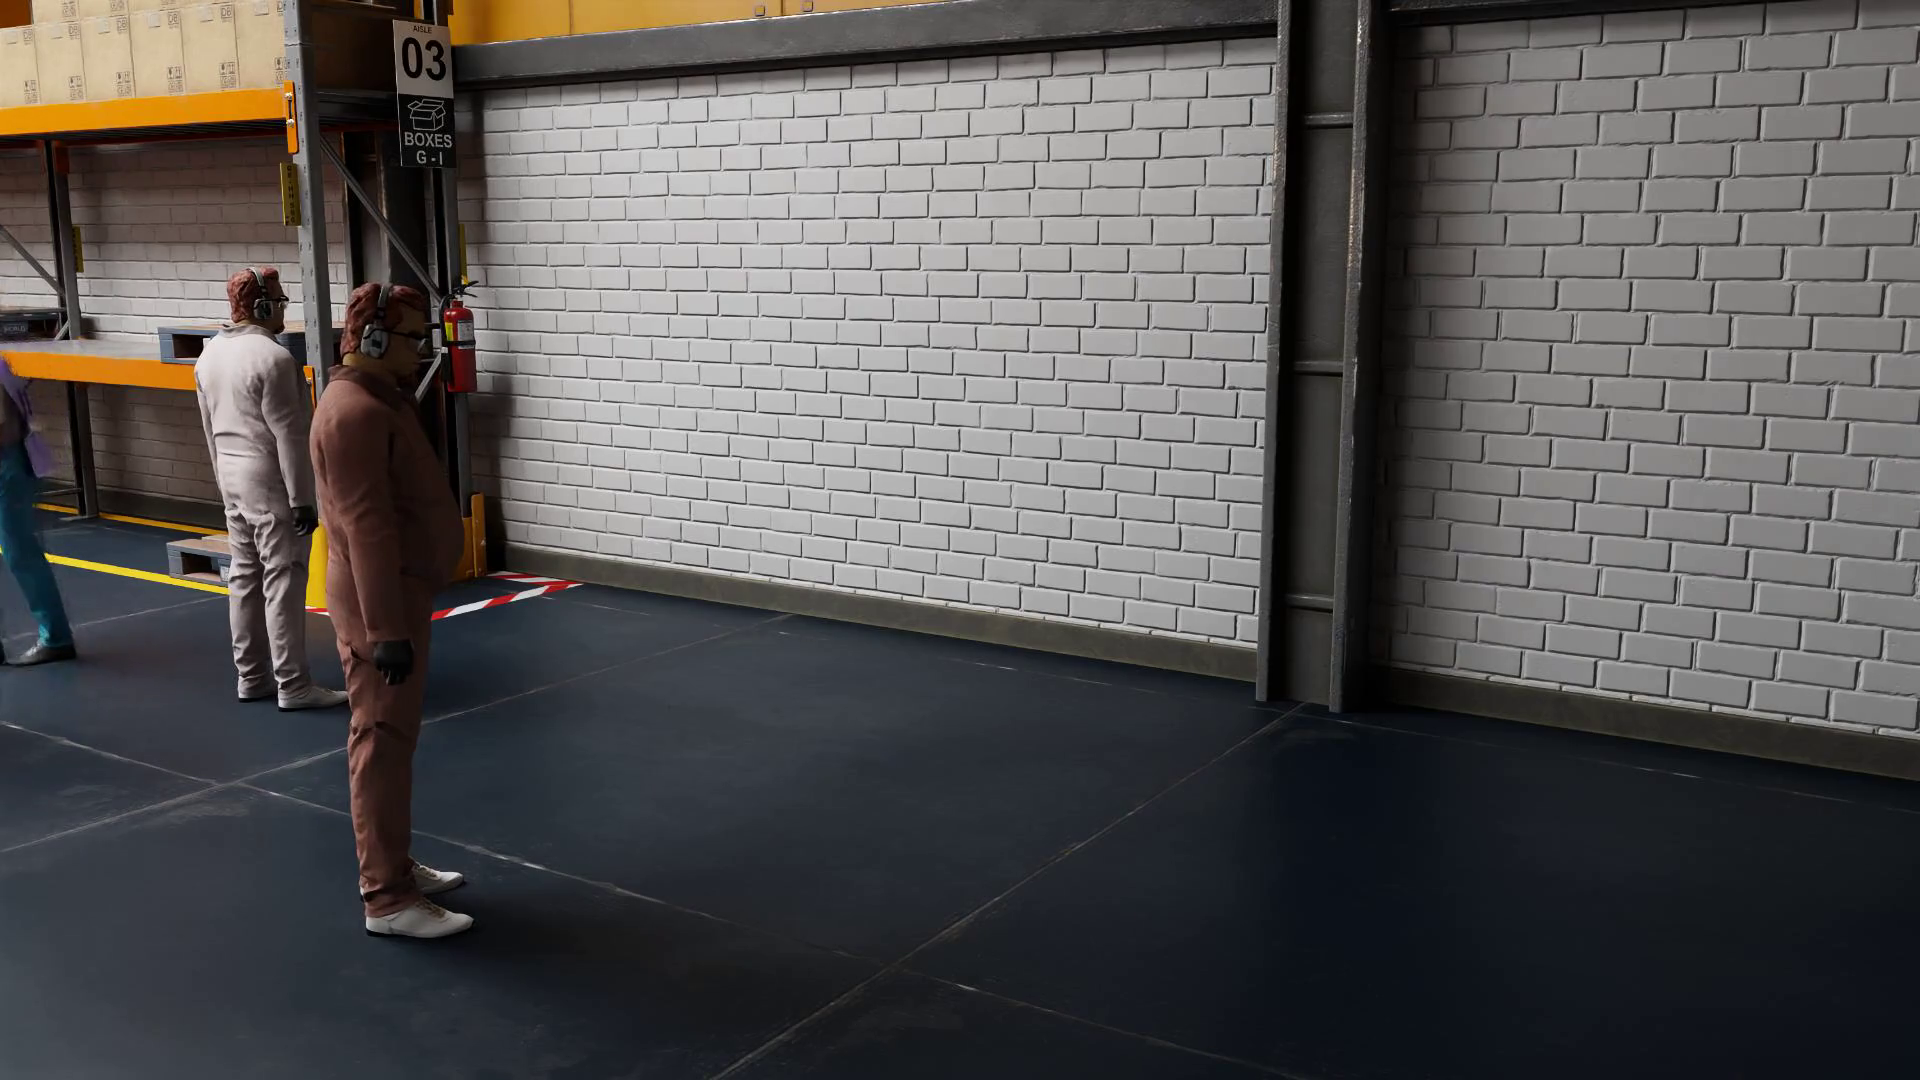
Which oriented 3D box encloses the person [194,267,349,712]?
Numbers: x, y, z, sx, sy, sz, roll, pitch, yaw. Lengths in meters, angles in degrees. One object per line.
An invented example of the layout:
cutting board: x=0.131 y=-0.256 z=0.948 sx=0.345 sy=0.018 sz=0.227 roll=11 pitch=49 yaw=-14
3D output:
person: x=-2.973 y=-0.213 z=7.188 sx=0.639 sy=1.908 sz=0.409 roll=7 pitch=13 yaw=35

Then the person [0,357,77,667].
person: x=-4.498 y=-0.252 z=7.712 sx=0.596 sy=1.788 sz=0.691 roll=9 pitch=14 yaw=41

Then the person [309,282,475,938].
person: x=-1.660 y=0.203 z=4.895 sx=0.406 sy=1.903 sz=0.639 roll=-3 pitch=11 yaw=-19
